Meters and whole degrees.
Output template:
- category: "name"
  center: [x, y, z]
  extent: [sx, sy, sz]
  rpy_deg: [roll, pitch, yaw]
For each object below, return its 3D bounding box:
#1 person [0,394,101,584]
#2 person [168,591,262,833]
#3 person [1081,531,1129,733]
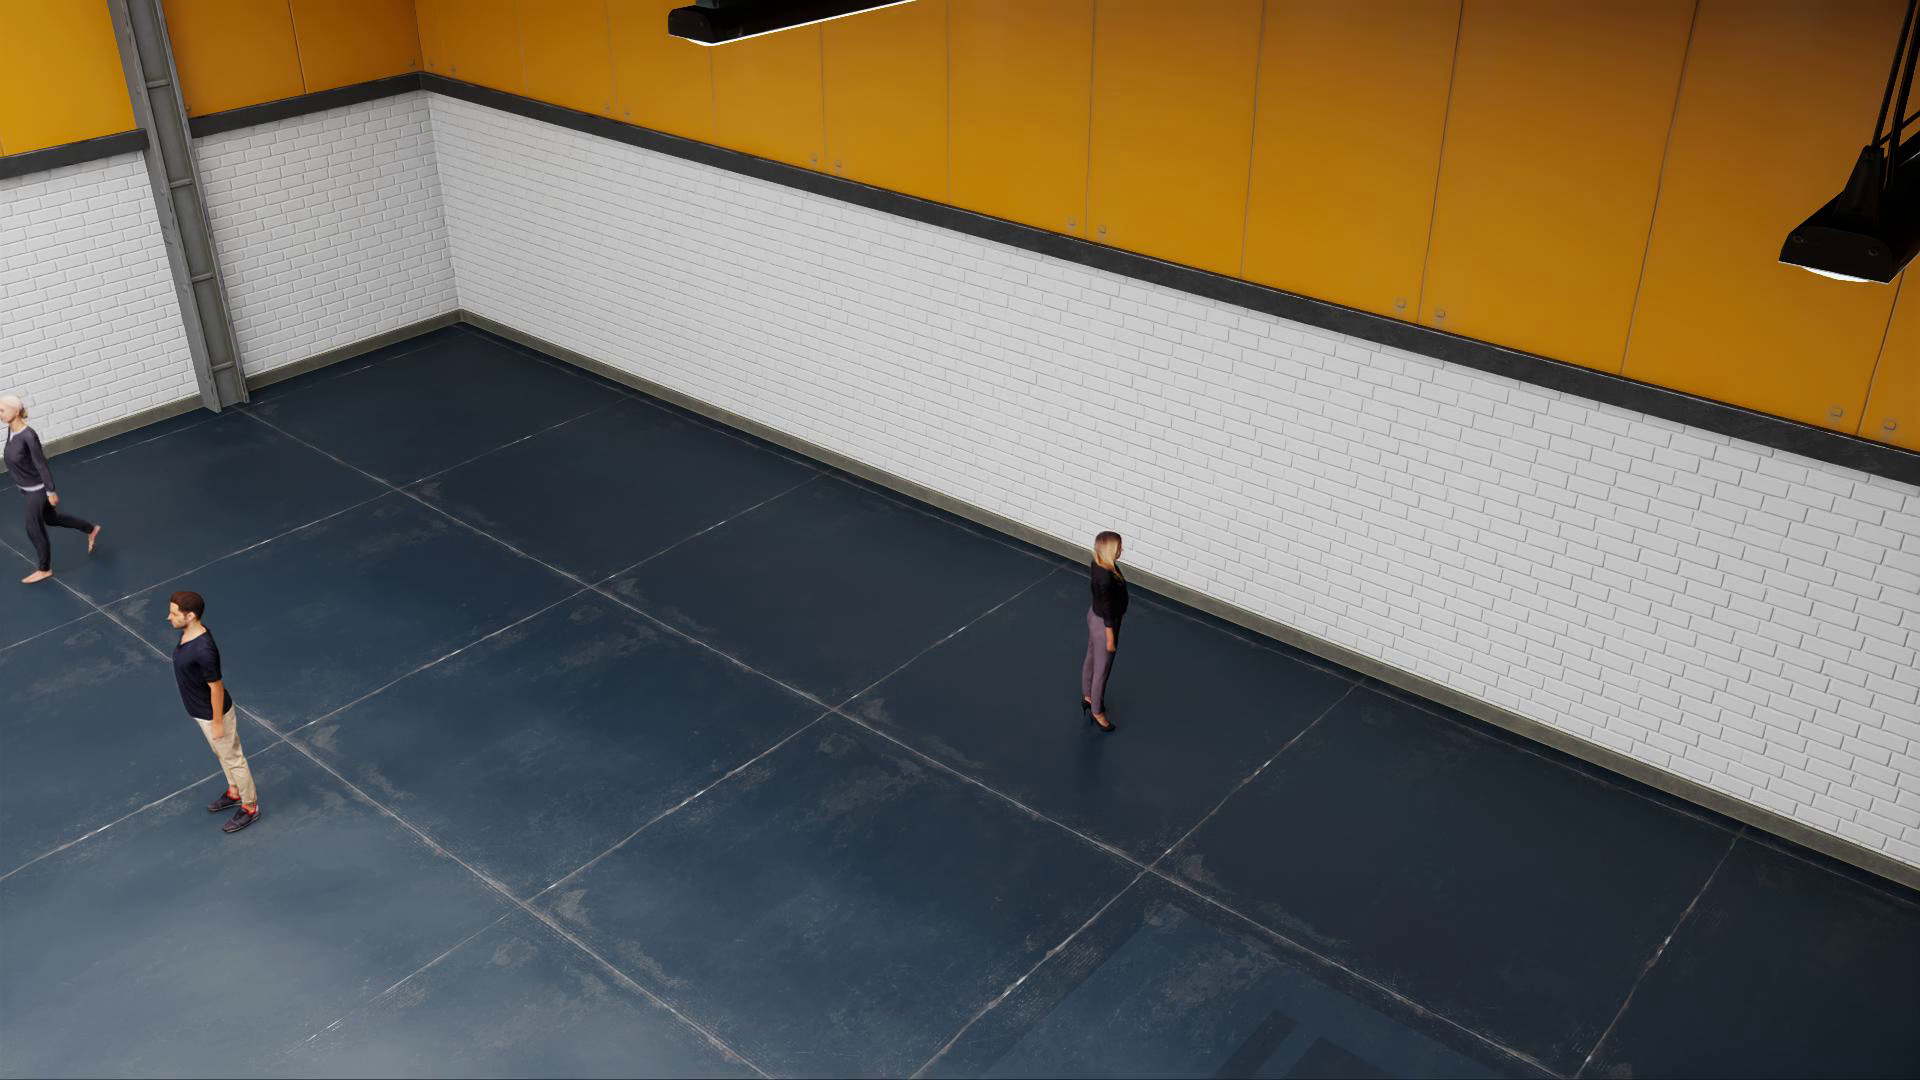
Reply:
- category: "person"
  center: [-8.128, -0.515, 14.774]
  extent: [0.622, 1.699, 1.010]
  rpy_deg: [23, 36, 35]
- category: "person"
  center: [-5.184, 1.160, 11.536]
  extent: [0.586, 1.859, 0.675]
  rpy_deg: [-21, 35, -34]
- category: "person"
  center: [1.071, 0.677, 12.622]
  extent: [0.721, 1.666, 0.674]
  rpy_deg: [-4, 29, -8]
